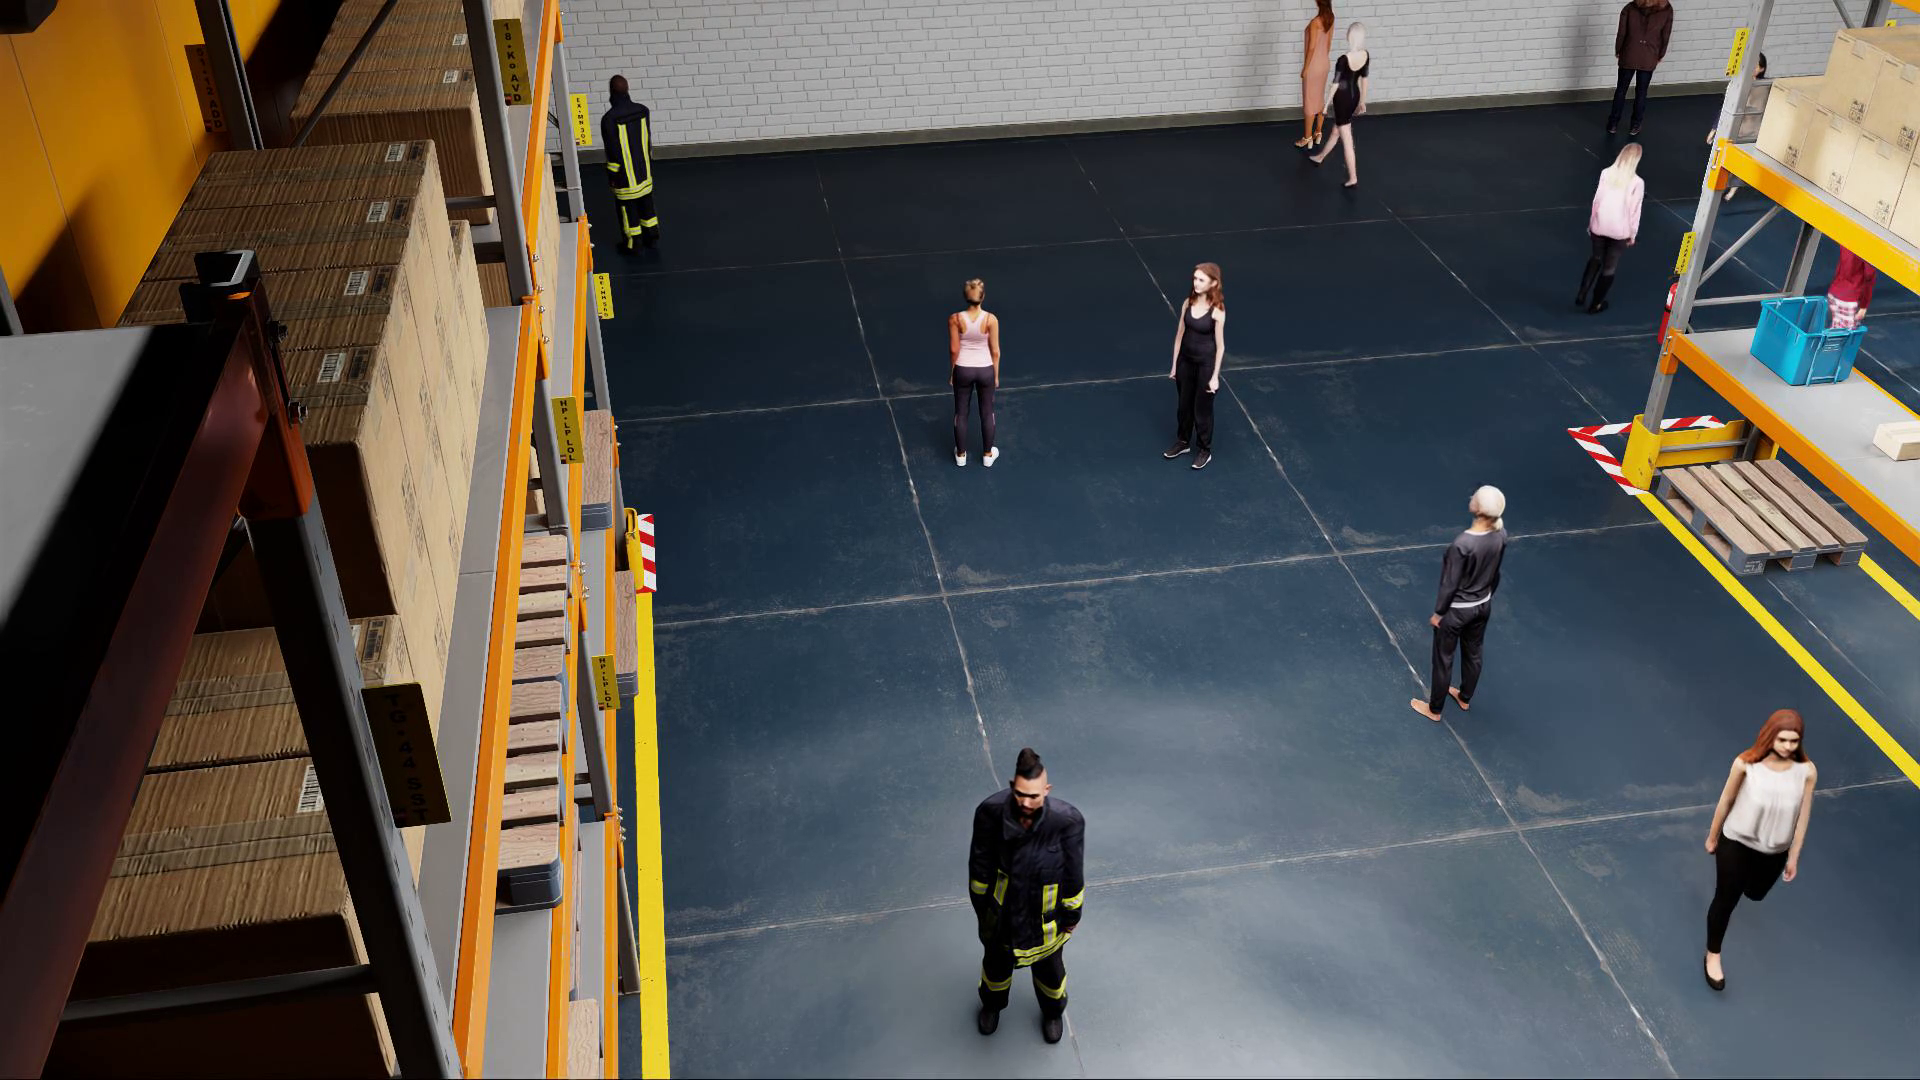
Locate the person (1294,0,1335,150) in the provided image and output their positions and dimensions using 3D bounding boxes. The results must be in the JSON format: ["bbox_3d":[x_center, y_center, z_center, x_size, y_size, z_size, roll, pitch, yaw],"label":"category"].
[{"bbox_3d":[4.120,-5.450,19.198,0.669,1.831,0.686,-28,42,-35],"label":"person"}]

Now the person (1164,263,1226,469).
[{"bbox_3d":[1.904,-1.395,13.175,0.642,1.746,0.723,25,41,33],"label":"person"}]

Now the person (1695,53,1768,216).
[{"bbox_3d":[8.233,-4.310,17.601,0.983,1.702,1.091,-22,40,-30],"label":"person"}]

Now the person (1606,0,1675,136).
[{"bbox_3d":[7.998,-5.712,19.577,0.873,1.848,0.878,12,35,17],"label":"person"}]

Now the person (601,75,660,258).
[{"bbox_3d":[-3.315,-3.771,16.682,0.904,1.821,0.864,25,41,33],"label":"person"}]

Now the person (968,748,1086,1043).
[{"bbox_3d":[0.336,1.764,8.321,0.840,1.859,0.823,6,34,9],"label":"person"}]

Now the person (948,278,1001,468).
[{"bbox_3d":[0.114,-1.332,13.159,0.610,1.659,0.595,2,34,3],"label":"person"}]

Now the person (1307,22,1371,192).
[{"bbox_3d":[4.254,-4.658,18.046,0.916,1.788,1.207,-20,39,-28],"label":"person"}]

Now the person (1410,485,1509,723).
[{"bbox_3d":[3.193,0.393,10.505,0.656,1.724,0.609,-15,37,-22],"label":"person"}]

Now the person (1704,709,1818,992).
[{"bbox_3d":[4.189,1.544,8.792,0.851,1.704,1.081,8,35,12],"label":"person"}]

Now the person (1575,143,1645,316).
[{"bbox_3d":[6.001,-2.859,15.442,0.815,1.675,0.755,-26,41,-33],"label":"person"}]
